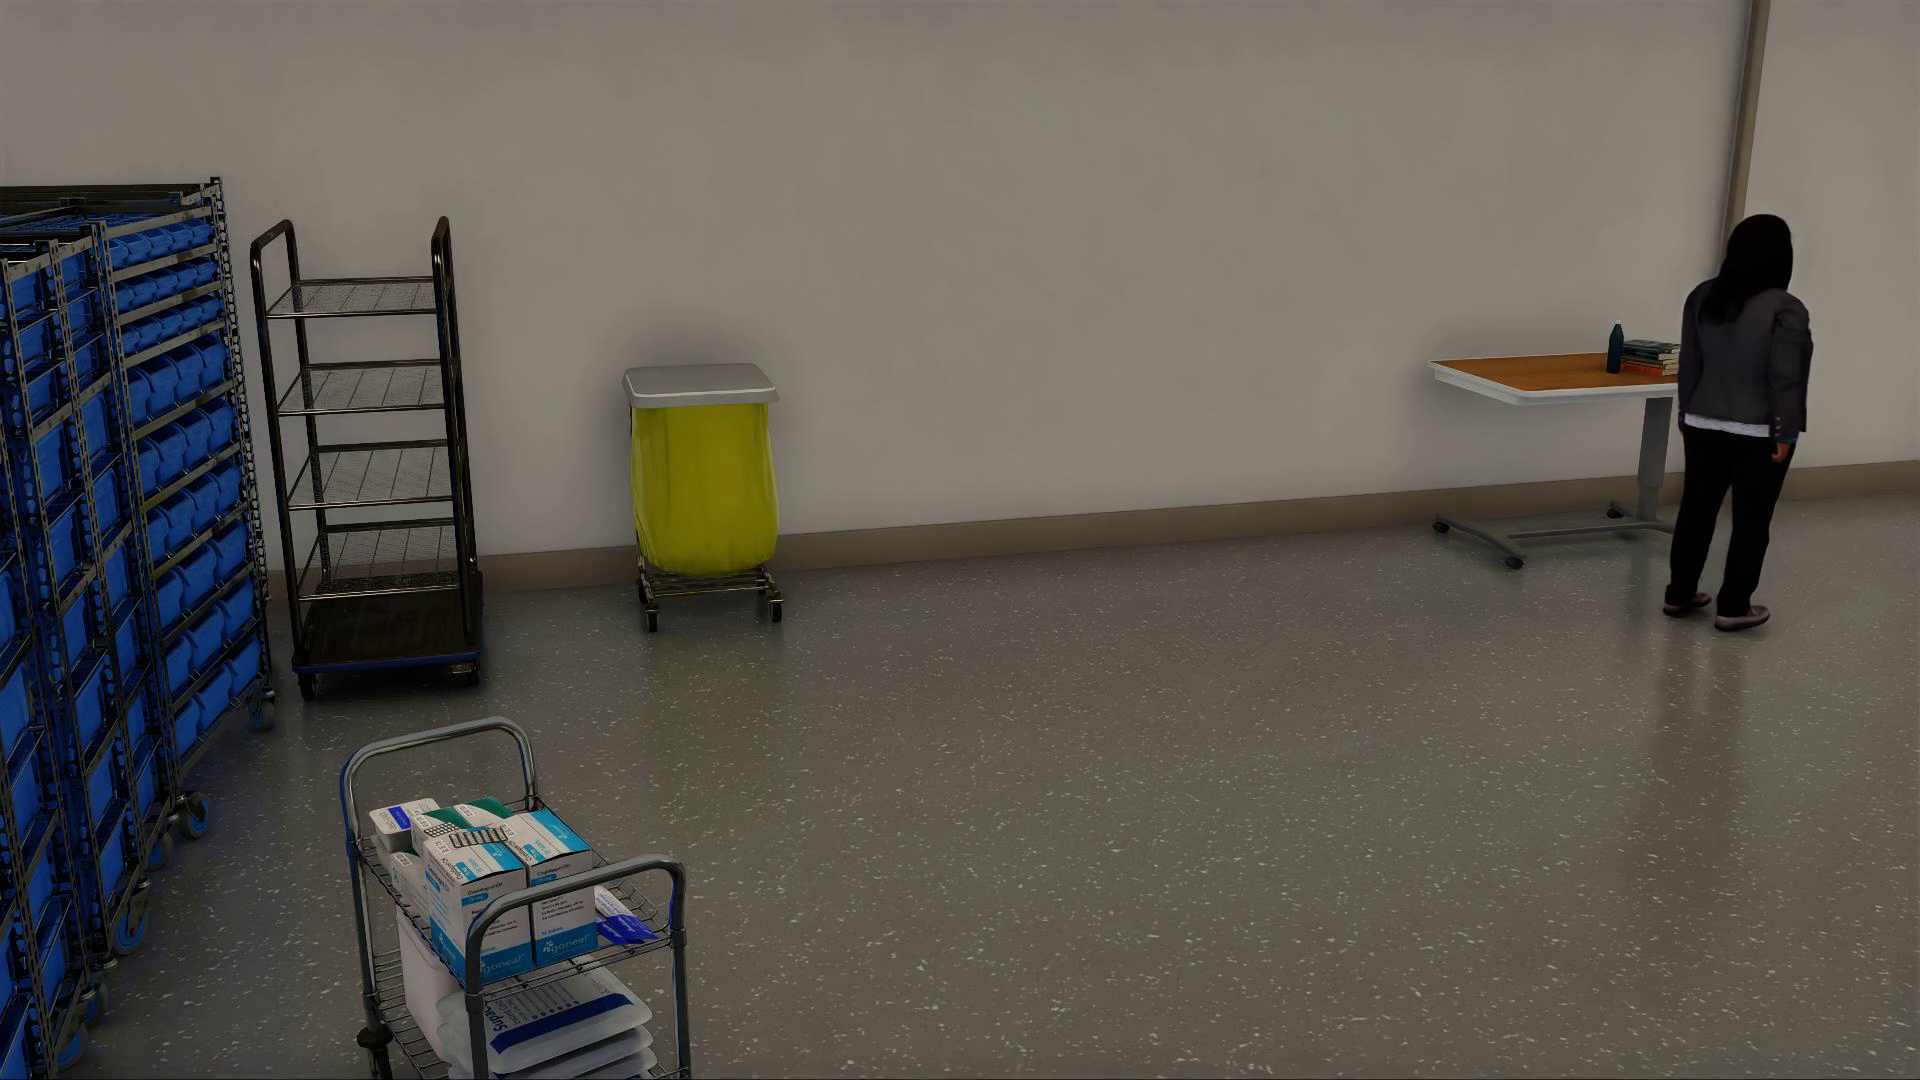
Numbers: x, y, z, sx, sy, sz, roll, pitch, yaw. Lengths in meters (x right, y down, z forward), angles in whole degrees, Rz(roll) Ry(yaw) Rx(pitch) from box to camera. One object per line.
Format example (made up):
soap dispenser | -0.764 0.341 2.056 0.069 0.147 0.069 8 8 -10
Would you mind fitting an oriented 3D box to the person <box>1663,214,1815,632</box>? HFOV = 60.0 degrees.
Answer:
person | 2.996 -0.446 6.415 0.741 1.594 0.740 -9 18 -30
